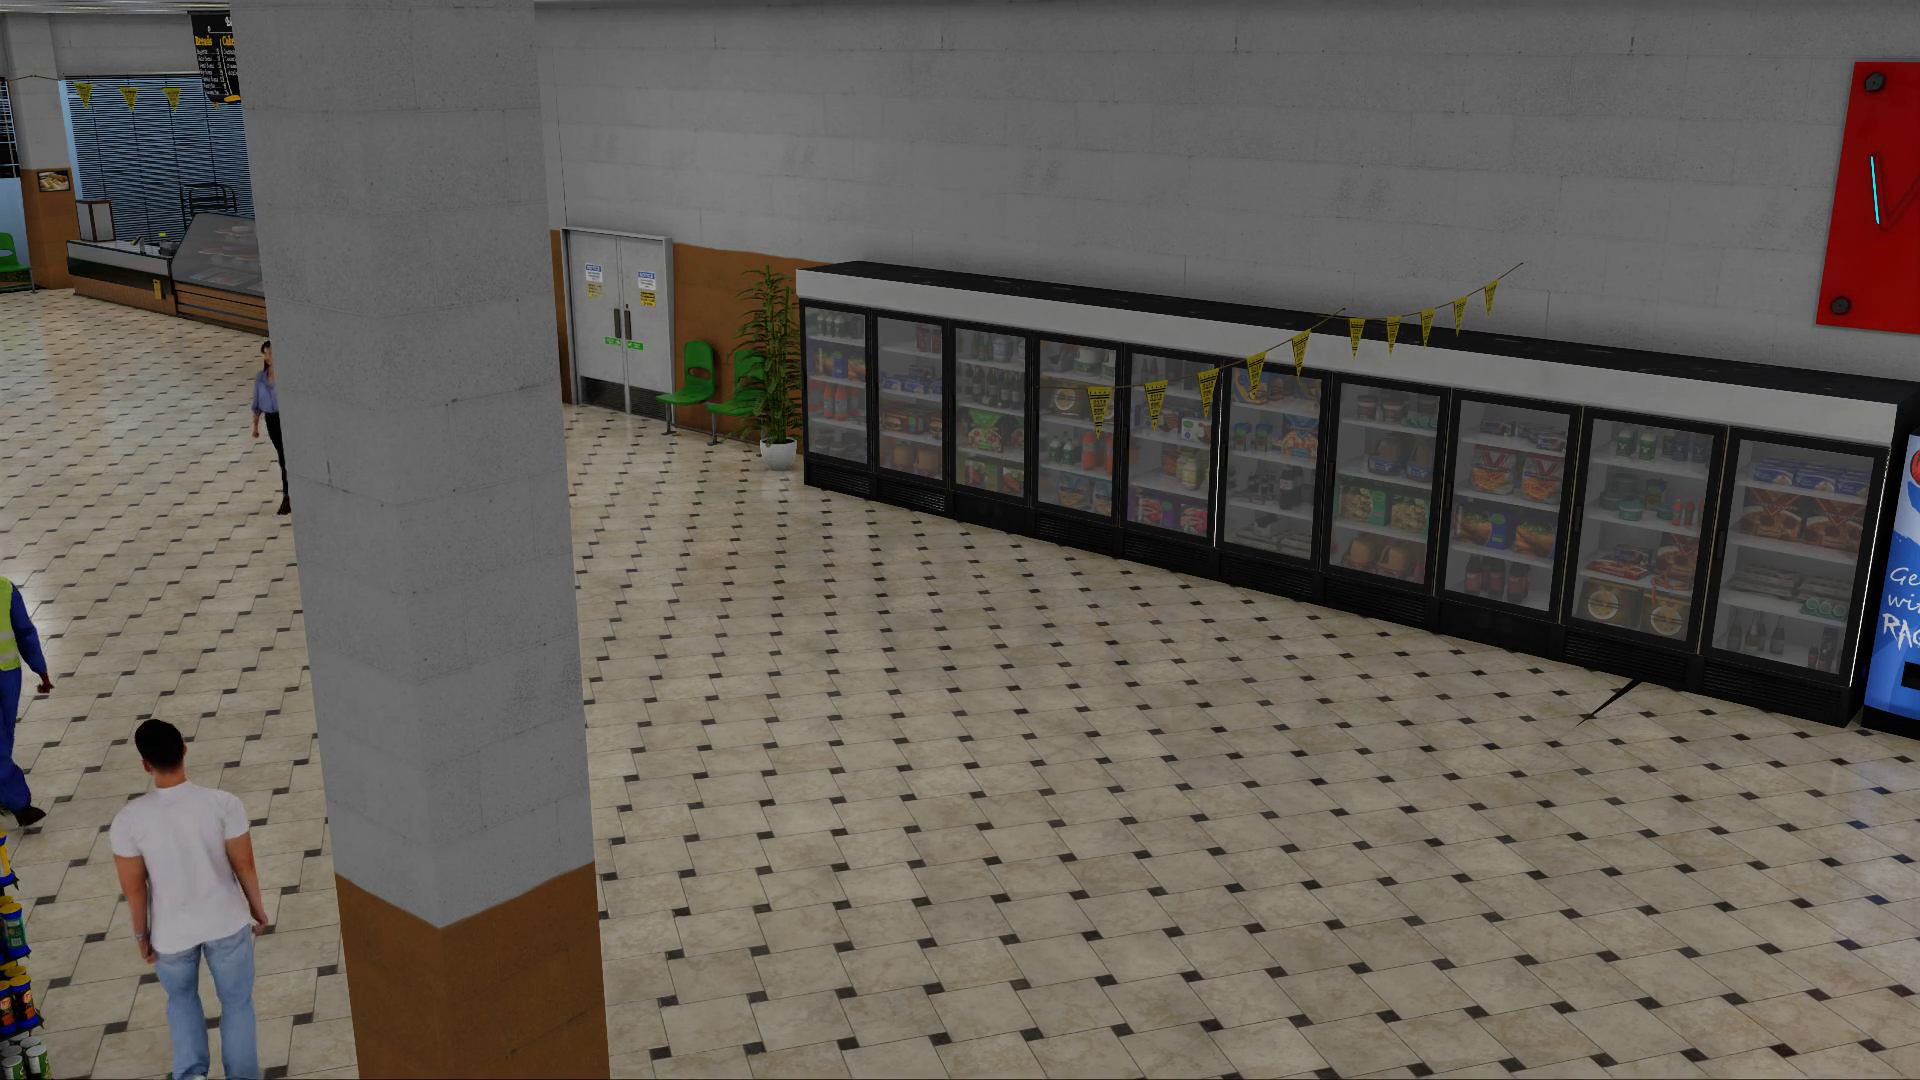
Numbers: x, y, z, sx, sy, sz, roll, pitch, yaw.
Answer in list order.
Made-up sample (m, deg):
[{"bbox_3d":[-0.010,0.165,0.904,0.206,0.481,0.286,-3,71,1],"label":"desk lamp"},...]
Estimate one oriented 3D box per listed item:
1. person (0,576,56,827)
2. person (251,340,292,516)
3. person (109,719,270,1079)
[{"bbox_3d":[-5.916,0.820,10.069,0.885,1.797,0.994,9,19,27],"label":"person"},{"bbox_3d":[-6.740,-1.145,16.669,0.893,1.723,1.001,3,17,11],"label":"person"},{"bbox_3d":[-3.281,1.684,7.142,0.829,1.843,0.911,-5,18,-16],"label":"person"}]
